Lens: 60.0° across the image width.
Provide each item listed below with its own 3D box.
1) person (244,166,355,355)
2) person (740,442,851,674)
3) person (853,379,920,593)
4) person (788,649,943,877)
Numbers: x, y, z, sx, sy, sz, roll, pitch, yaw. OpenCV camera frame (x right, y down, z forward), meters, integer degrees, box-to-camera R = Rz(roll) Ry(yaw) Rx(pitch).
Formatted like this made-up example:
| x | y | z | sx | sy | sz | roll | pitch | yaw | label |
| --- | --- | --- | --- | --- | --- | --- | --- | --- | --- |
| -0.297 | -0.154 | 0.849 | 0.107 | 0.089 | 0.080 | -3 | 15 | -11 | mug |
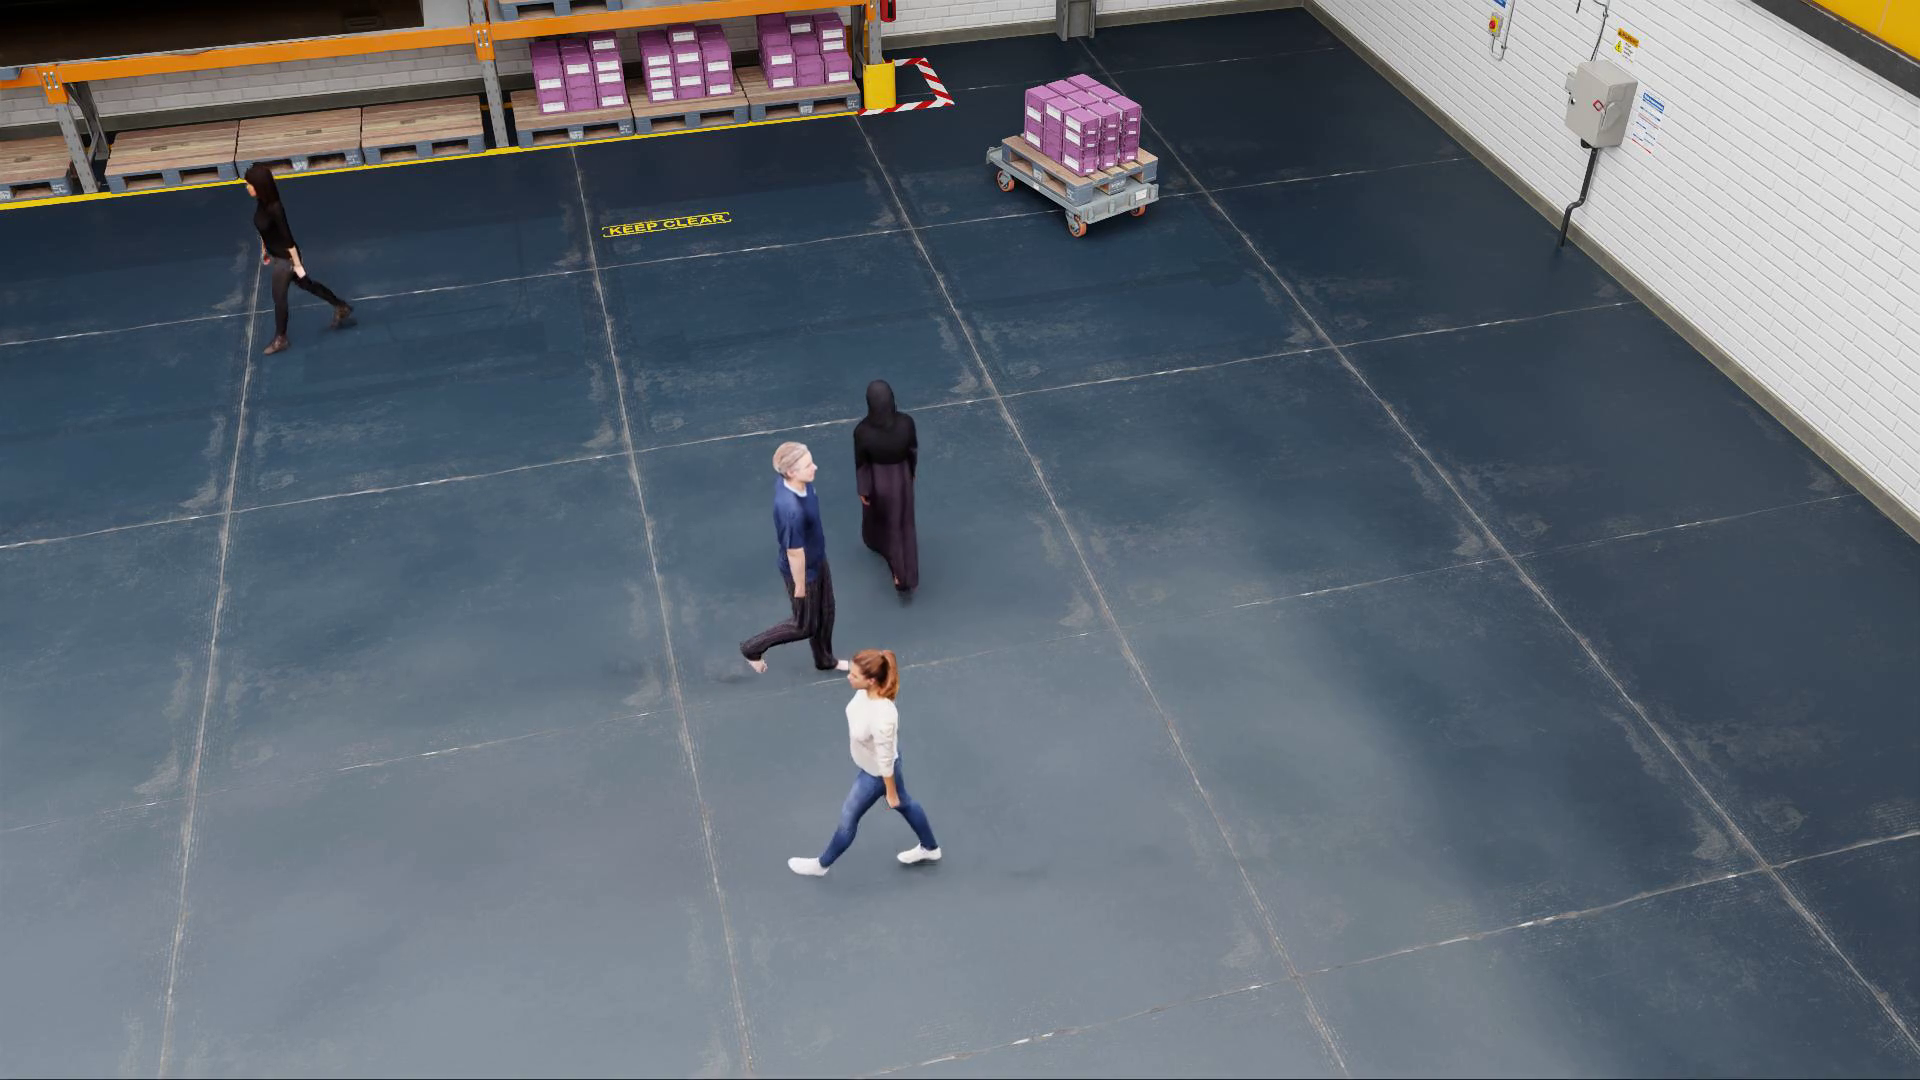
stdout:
| x | y | z | sx | sy | sz | roll | pitch | yaw | label |
| --- | --- | --- | --- | --- | --- | --- | --- | --- | --- |
| -5.559 | -2.386 | 13.892 | 1.149 | 1.608 | 0.862 | -26 | 45 | -29 | person |
| -1.073 | 0.168 | 10.499 | 1.045 | 1.851 | 0.836 | 1 | 39 | 1 | person |
| -0.472 | -0.381 | 11.377 | 1.056 | 1.613 | 0.763 | -5 | 39 | -6 | person |
| -0.371 | 1.269 | 9.264 | 1.157 | 1.673 | 0.753 | -4 | 39 | -4 | person |
